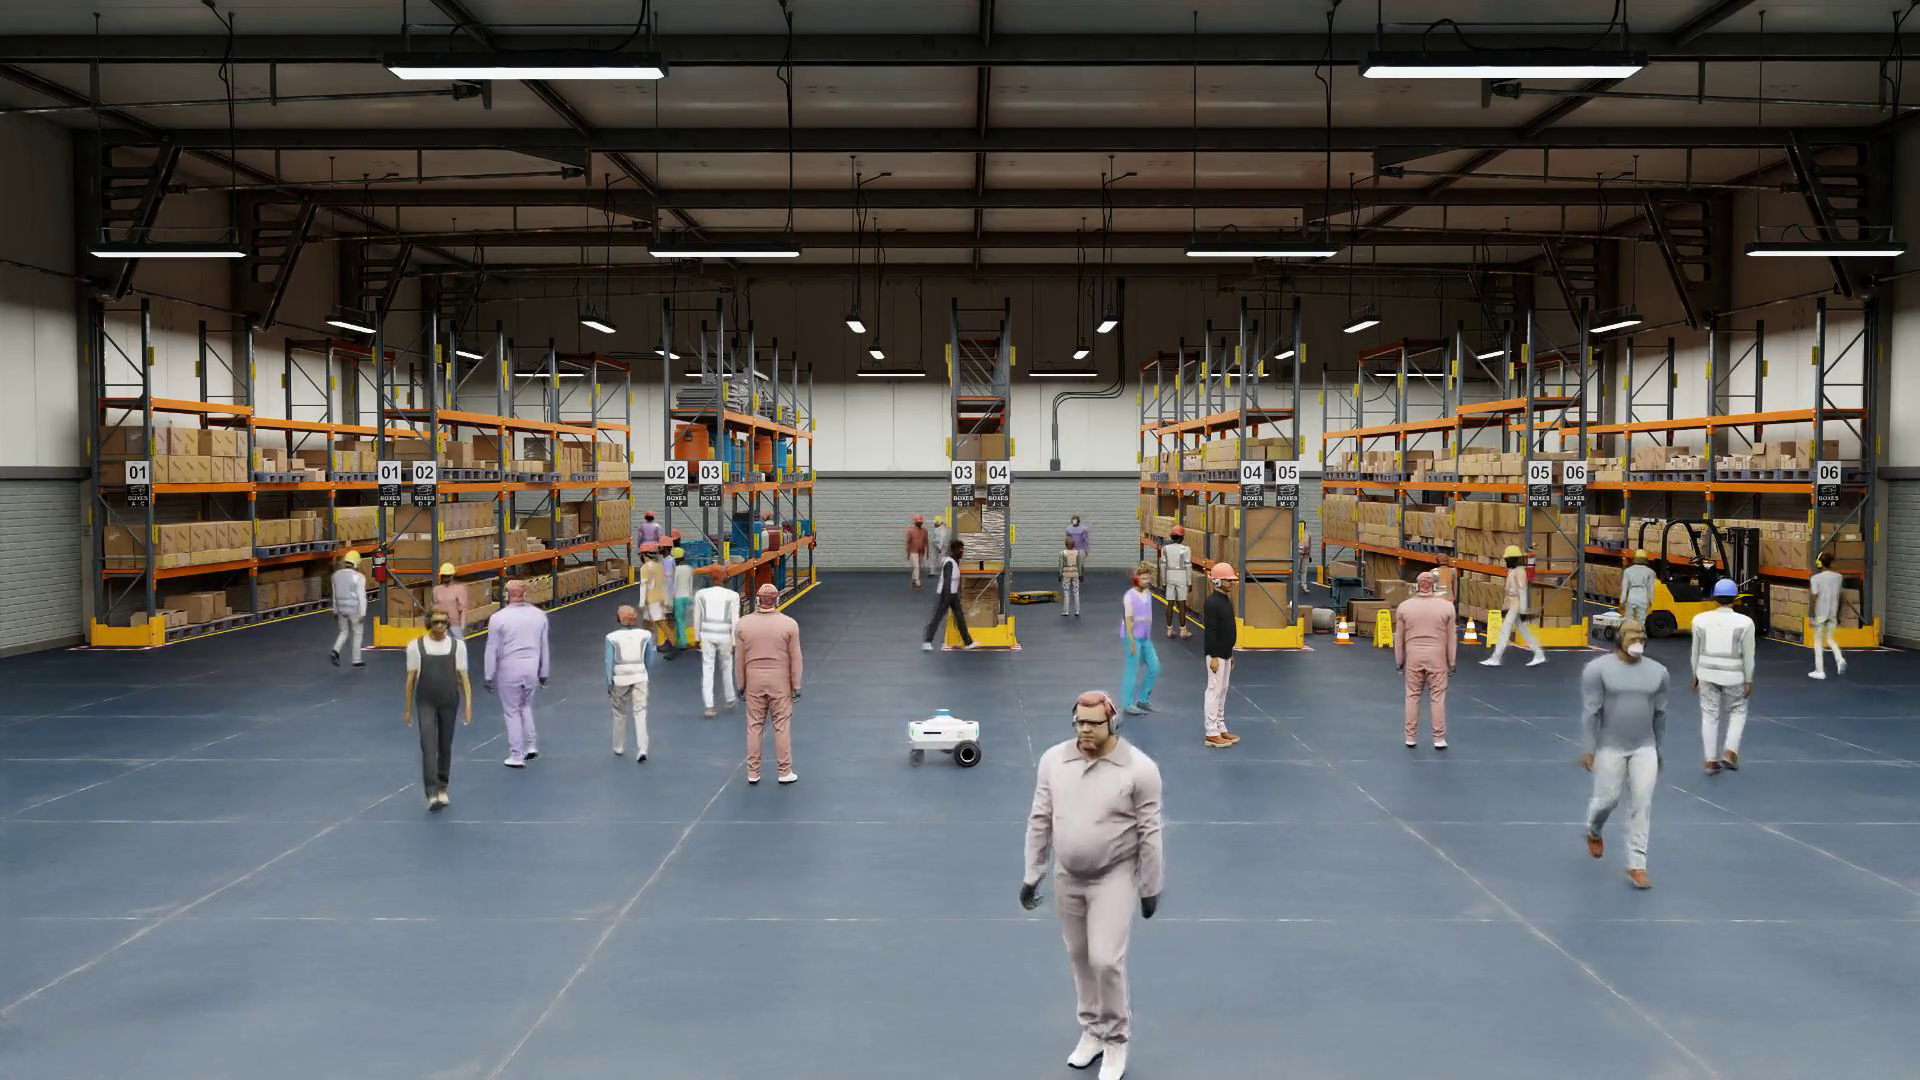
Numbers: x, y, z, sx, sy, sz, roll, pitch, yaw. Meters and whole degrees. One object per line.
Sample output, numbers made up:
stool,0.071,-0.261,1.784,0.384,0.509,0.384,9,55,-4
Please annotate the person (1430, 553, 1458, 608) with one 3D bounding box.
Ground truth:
person,8.191,1.033,27.368,0.511,1.640,0.308,0,2,-8

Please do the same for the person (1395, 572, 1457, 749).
person,5.044,1.298,17.481,0.650,1.906,0.401,1,3,25

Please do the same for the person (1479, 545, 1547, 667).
person,8.551,1.019,24.831,1.007,1.881,0.605,0,2,11

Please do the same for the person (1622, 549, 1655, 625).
person,11.315,1.014,26.914,0.497,1.712,0.698,1,3,30

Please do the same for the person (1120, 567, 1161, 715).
person,2.230,1.242,19.836,0.572,1.820,0.593,2,3,36

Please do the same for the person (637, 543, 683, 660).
person,-4.914,0.983,25.943,1.041,1.871,0.610,1,2,14

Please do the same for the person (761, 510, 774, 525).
person,-5.452,0.142,45.509,0.431,1.980,0.643,1,2,17

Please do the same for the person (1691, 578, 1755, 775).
person,7.524,1.346,15.932,0.612,1.931,0.438,2,3,39

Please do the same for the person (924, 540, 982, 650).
person,-0.173,0.934,27.359,0.942,1.850,0.667,1,2,15

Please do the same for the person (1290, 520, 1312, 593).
person,8.546,0.413,40.474,0.633,1.841,0.429,-1,2,-18

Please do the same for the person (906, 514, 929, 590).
person,-1.123,0.297,41.786,0.625,1.969,0.727,-1,3,-29

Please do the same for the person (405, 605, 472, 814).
person,-4.566,1.479,14.168,0.537,1.794,0.963,-1,3,-26

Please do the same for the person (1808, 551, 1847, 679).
person,12.554,1.089,23.359,0.538,1.851,0.535,0,2,-7

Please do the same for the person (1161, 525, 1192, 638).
person,3.959,0.752,29.400,0.605,2.045,0.381,2,3,35

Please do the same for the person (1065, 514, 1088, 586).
person,3.131,0.261,43.317,0.640,1.918,0.619,1,2,16

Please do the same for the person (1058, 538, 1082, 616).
person,2.313,0.774,33.880,0.522,1.638,0.310,-1,2,-17

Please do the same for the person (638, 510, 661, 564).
person,-8.302,0.207,43.280,0.634,2.030,0.448,0,2,0

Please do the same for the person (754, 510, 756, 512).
person,-5.997,0.074,47.929,0.852,1.933,0.610,-1,3,-27

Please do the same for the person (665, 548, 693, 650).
person,-4.837,0.990,27.292,0.715,1.725,0.547,1,3,28

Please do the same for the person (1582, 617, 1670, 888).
person,4.842,1.512,11.797,0.638,1.924,0.737,0,2,3

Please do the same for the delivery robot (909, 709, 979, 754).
delivery robot,-0.164,1.974,16.490,0.707,0.478,0.477,0,2,-2

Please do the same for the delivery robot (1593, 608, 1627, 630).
delivery robot,11.747,1.473,29.102,0.477,0.478,0.707,-1,2,-16

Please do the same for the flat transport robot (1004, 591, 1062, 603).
flat transport robot,1.683,1.319,37.651,0.652,0.197,1.431,2,3,44

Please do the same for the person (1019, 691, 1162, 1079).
person,0.625,1.686,7.944,0.665,1.888,0.629,1,3,33

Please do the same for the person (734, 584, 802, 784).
person,-1.823,1.372,15.448,0.651,1.910,0.409,0,2,5

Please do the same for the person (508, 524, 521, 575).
person,-11.710,0.296,42.558,0.669,1.912,0.681,1,3,27

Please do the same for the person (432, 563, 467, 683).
person,-7.168,1.180,22.690,0.544,1.714,0.927,0,2,7

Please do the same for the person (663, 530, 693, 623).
person,-5.636,0.723,32.304,0.594,1.886,0.991,0,2,-6

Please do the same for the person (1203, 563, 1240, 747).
person,2.857,1.243,17.673,0.382,1.995,0.612,1,3,26

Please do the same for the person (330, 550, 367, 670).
person,-9.257,1.061,24.458,0.610,1.816,0.511,1,2,17

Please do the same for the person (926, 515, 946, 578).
person,-0.558,0.192,46.446,0.815,1.809,0.588,-1,3,-26

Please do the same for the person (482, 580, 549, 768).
person,-4.528,1.349,16.388,0.508,1.889,0.648,2,3,42

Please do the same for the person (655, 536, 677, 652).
person,-4.921,0.897,27.035,0.354,1.942,0.545,0,2,-10

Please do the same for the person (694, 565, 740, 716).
person,-3.005,1.229,20.015,0.597,1.834,0.979,0,2,3

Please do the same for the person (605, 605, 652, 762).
person,-3.420,1.477,16.739,0.502,1.595,0.862,-1,2,-19

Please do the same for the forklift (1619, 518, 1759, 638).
forklift,13.417,0.684,29.791,2.313,2.155,1.214,0,2,0

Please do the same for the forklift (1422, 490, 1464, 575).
forklift,13.926,-0.371,47.846,1.873,2.768,1.129,0,2,0
